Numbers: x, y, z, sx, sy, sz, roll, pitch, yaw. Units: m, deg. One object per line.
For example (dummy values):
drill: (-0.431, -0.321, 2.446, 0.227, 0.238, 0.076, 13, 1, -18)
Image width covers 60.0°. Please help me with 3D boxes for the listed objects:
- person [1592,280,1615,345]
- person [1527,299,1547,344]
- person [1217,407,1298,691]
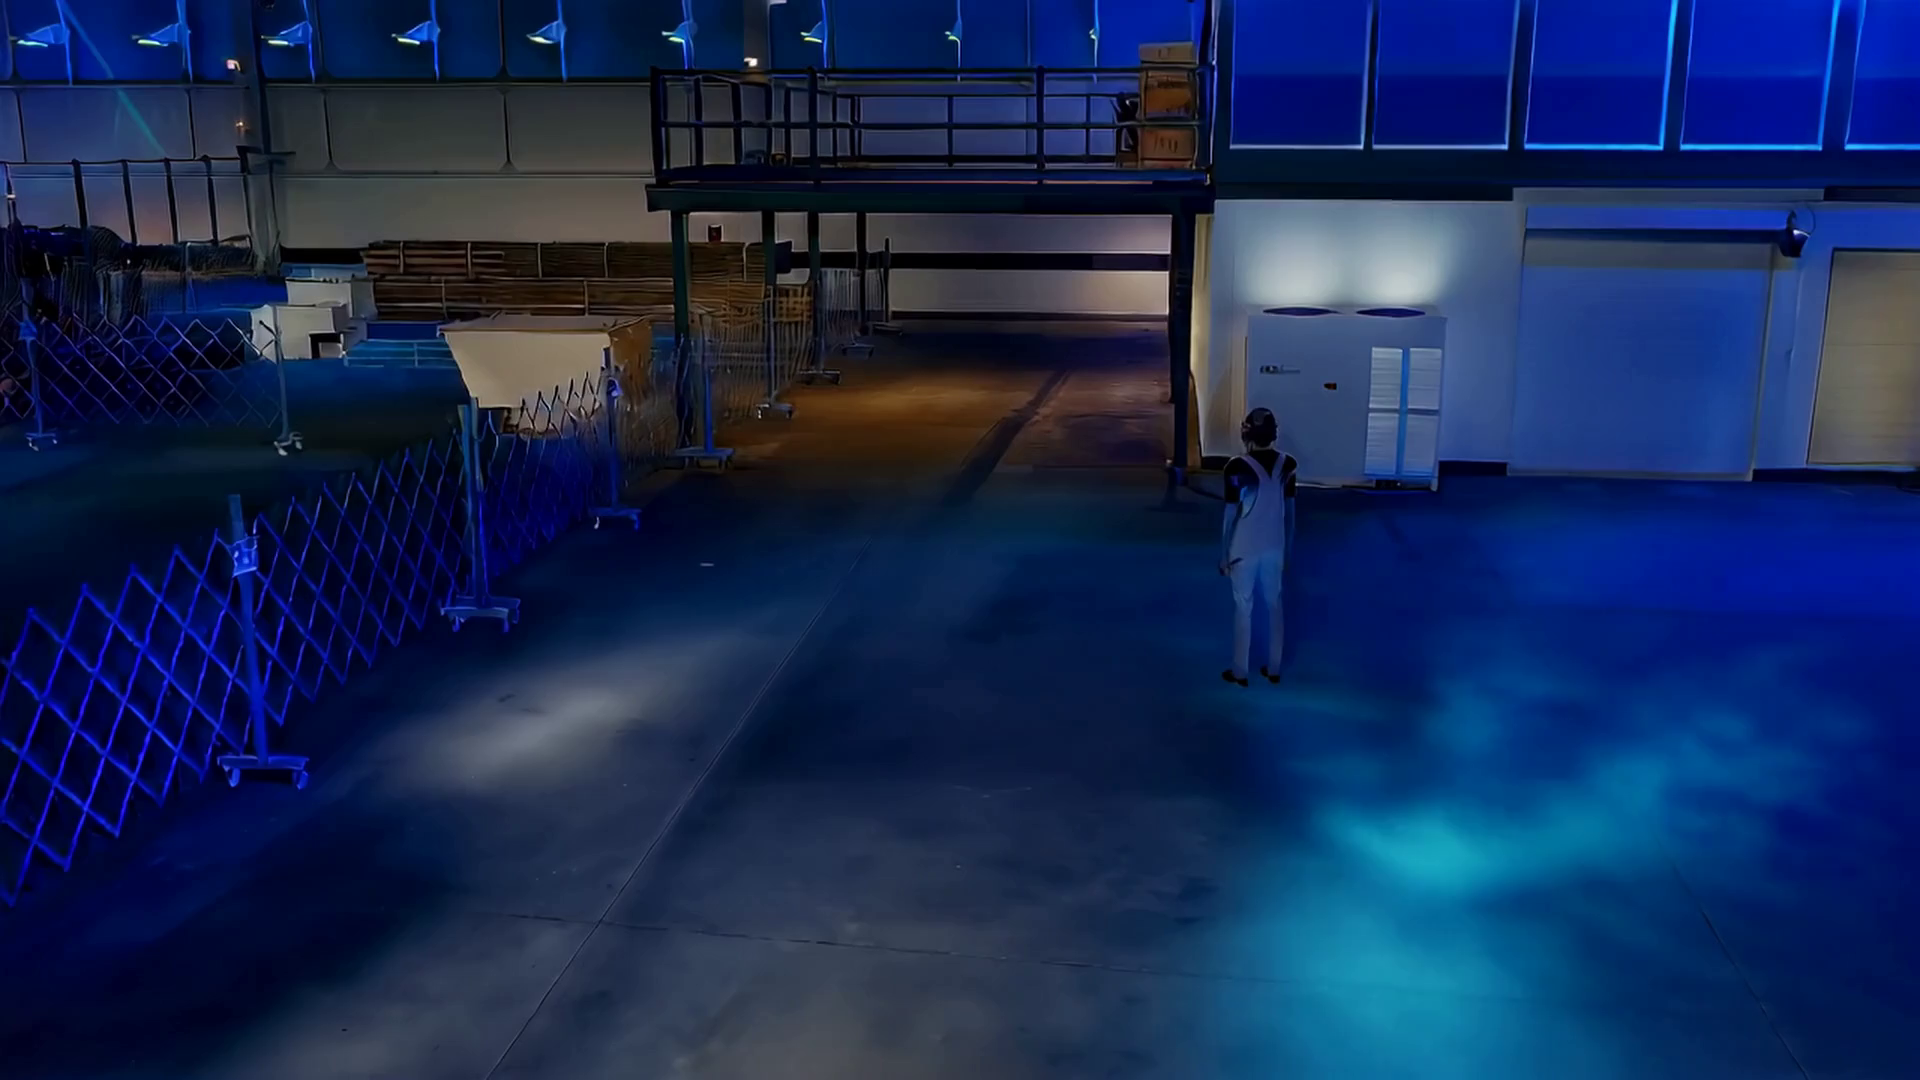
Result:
person: (9.415, -3.329, 24.580, 0.513, 1.826, 0.901, -12, 18, -41)
person: (6.666, -2.105, 19.402, 0.410, 1.909, 0.643, 1, 14, 6)
person: (1.902, 0.060, 10.701, 0.506, 1.846, 0.349, -4, 14, -15)
